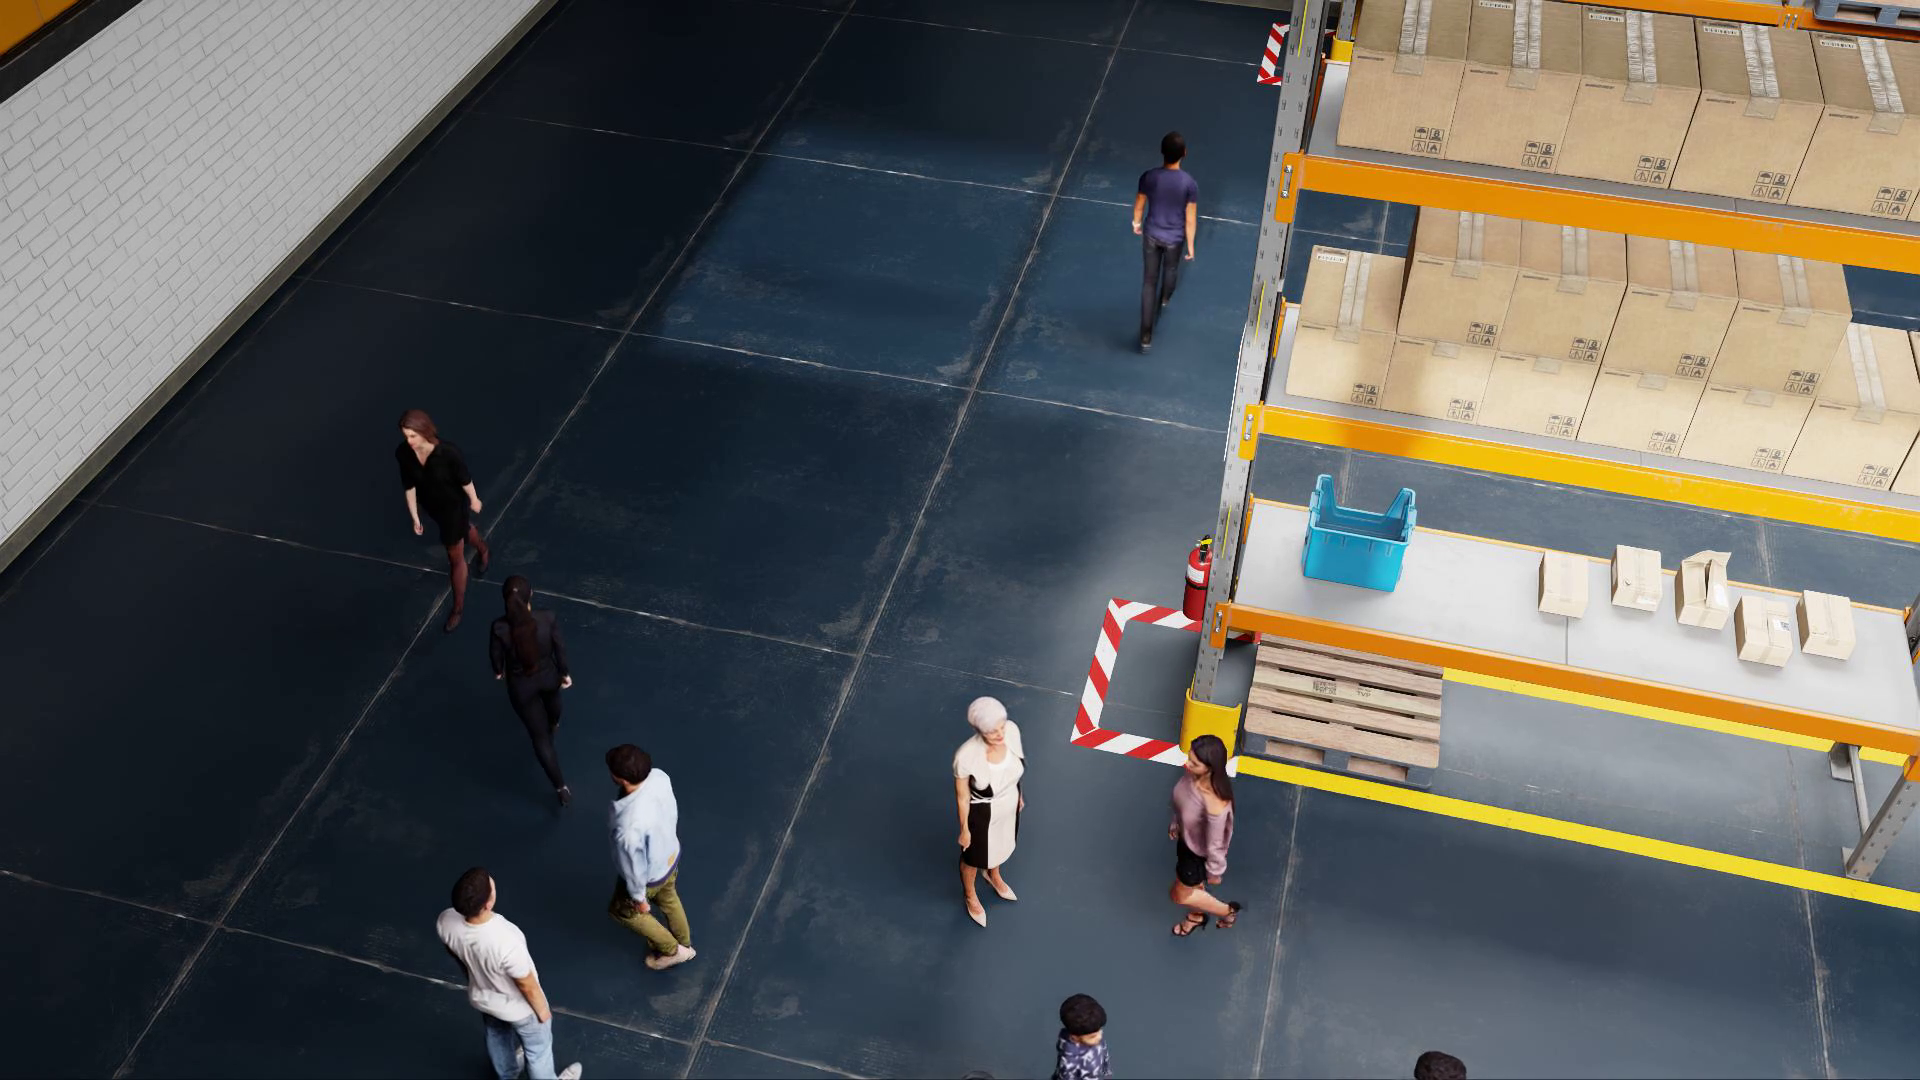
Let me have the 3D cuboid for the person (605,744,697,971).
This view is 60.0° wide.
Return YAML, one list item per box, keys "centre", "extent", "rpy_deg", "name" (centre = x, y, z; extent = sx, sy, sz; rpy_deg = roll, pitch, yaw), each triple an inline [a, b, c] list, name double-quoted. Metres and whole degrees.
- centre: [-1.595, 1.760, 8.940]
  extent: [0.609, 1.799, 0.689]
  rpy_deg: [11, 45, 12]
  name: "person"

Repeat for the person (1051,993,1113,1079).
- centre: [0.548, 2.676, 8.384]
  extent: [0.618, 1.241, 0.577]
  rpy_deg: [25, 49, 24]
  name: "person"

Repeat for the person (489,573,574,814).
- centre: [-2.519, 0.917, 9.917]
  extent: [1.056, 1.672, 1.057]
  rpy_deg: [-16, 46, -17]
  name: "person"

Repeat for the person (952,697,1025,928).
- centre: [0.151, 1.489, 9.257]
  extent: [0.701, 1.756, 0.708]
  rpy_deg: [-33, 52, -30]
  name: "person"

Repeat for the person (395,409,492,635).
- centre: [-3.434, -0.283, 11.189]
  extent: [1.044, 1.657, 0.696]
  rpy_deg: [6, 44, 6]
  name: "person"

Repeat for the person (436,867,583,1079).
- centre: [-2.297, 2.270, 8.362]
  extent: [0.572, 1.859, 0.777]
  rpy_deg: [20, 47, 20]
  name: "person"

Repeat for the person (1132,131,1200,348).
- centre: [1.608, -2.367, 13.310]
  extent: [1.085, 1.747, 0.795]
  rpy_deg: [7, 44, 7]
  name: "person"

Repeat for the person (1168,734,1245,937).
- centre: [1.402, 1.652, 9.056]
  extent: [0.839, 1.796, 0.750]
  rpy_deg: [-3, 44, -4]
  name: "person"
